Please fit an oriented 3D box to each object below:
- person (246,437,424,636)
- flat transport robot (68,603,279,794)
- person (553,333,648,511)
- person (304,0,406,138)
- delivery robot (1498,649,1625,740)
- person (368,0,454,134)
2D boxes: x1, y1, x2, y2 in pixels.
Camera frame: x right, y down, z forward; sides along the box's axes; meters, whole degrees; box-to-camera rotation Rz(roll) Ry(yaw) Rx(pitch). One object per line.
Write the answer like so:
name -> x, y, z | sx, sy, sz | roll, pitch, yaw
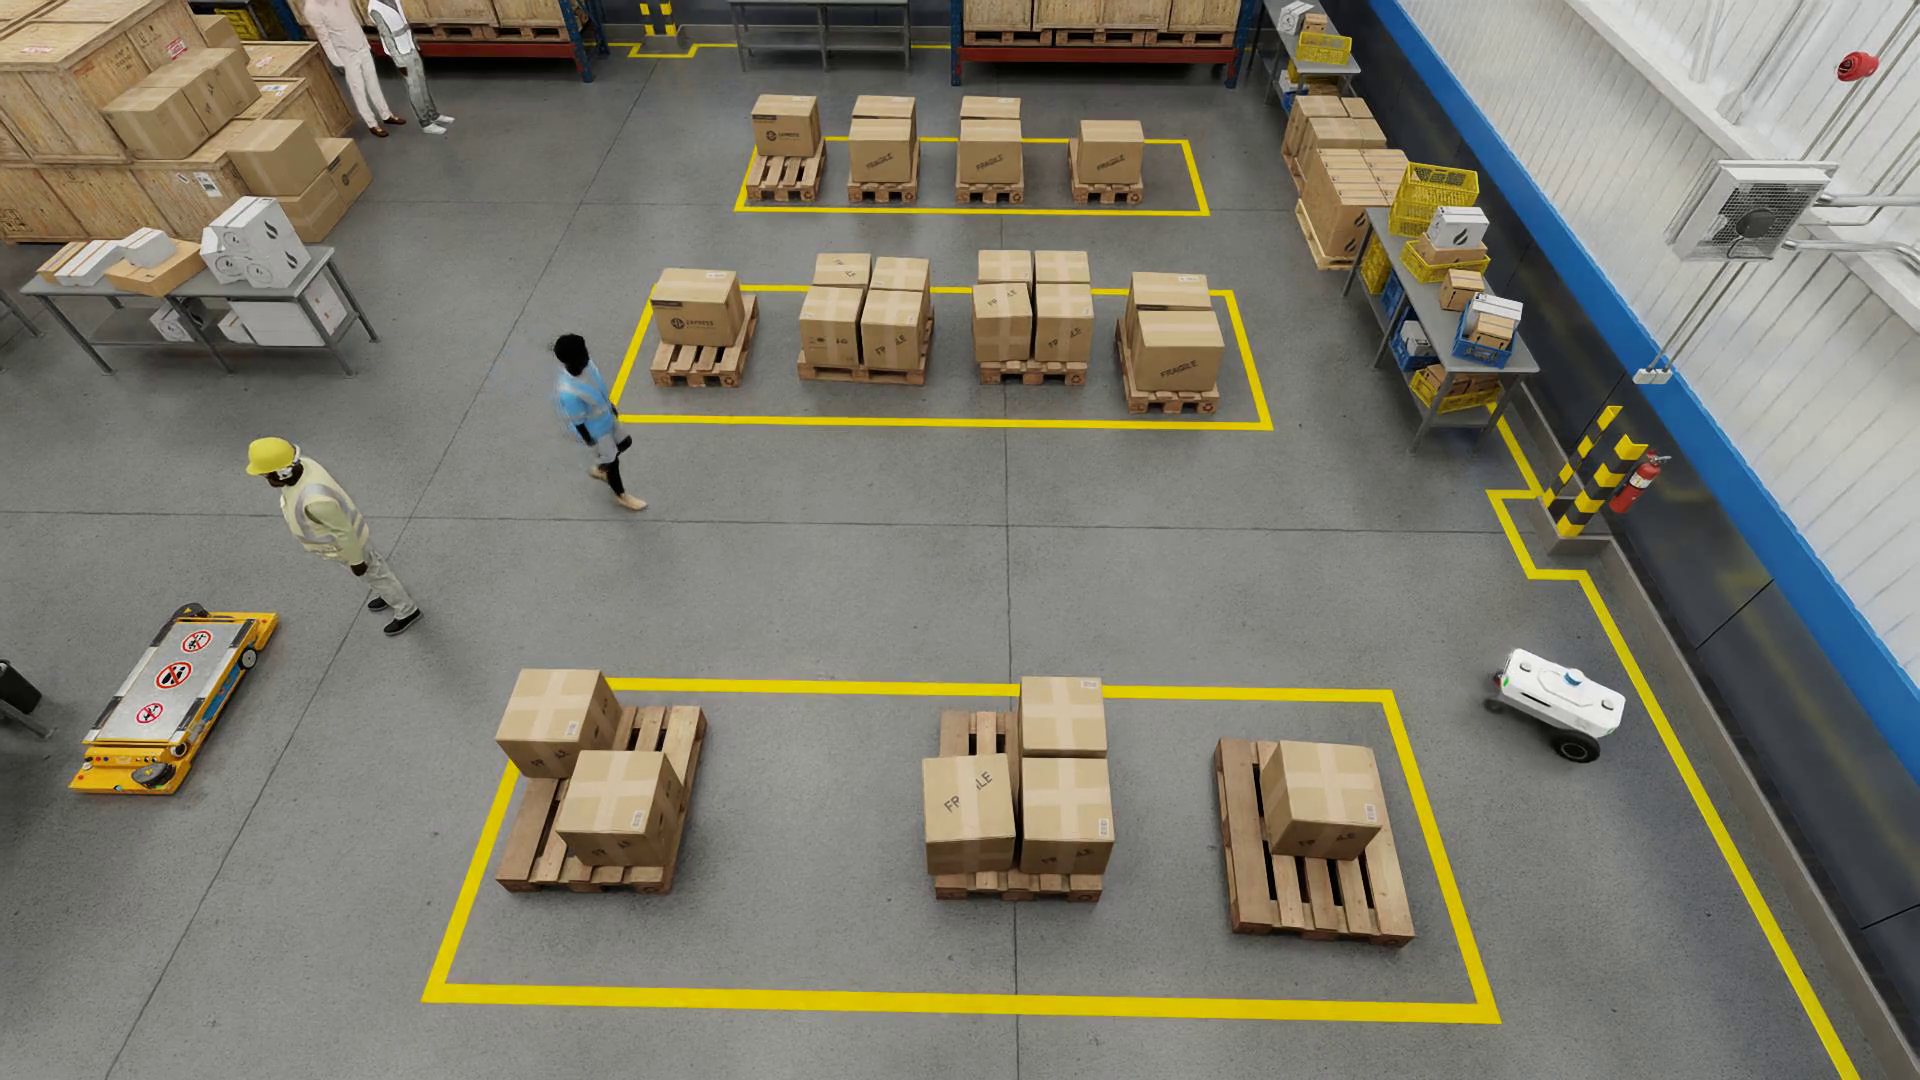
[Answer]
person -> -4.307, -0.018, 6.348 | 0.404, 1.830, 0.602 | -34, 58, -25
flat transport robot -> -5.504, 1.072, 6.442 | 0.652, 0.197, 1.431 | 1, 50, 1
person -> -2.860, -0.919, 7.203 | 0.392, 1.687, 0.568 | 1, 50, 1
person -> -7.560, -6.067, 11.419 | 0.401, 1.906, 0.651 | 12, 51, 10
delivery robot -> 4.063, 1.043, 6.223 | 0.707, 0.478, 0.477 | 28, 55, 22
person -> -6.938, -6.084, 11.434 | 0.388, 1.911, 0.592 | -1, 50, -1
